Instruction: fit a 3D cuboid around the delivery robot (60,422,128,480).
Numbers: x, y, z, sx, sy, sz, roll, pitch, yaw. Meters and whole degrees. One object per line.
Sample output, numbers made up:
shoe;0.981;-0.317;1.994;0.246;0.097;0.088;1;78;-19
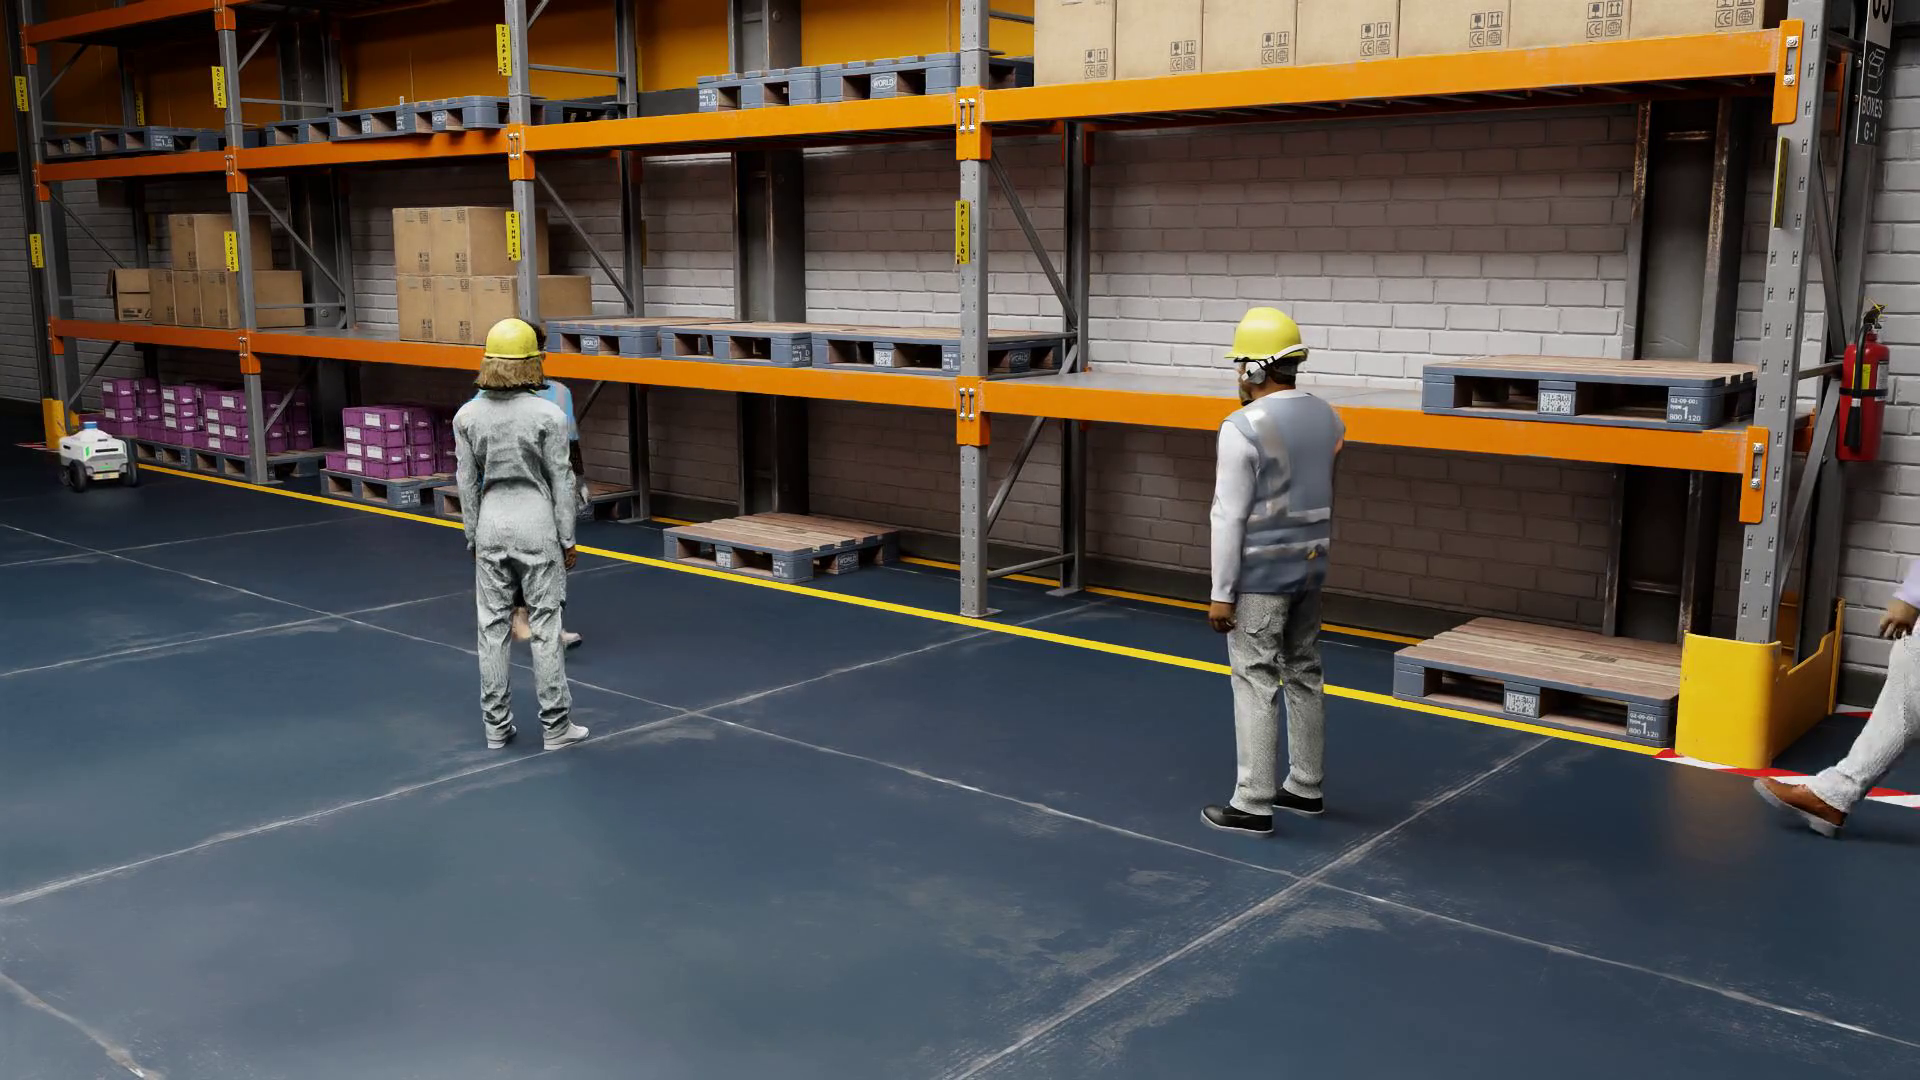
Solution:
delivery robot;-7.326;-0.757;14.053;0.477;0.478;0.707;-10;14;-44

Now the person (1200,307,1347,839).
person;1.073;0.112;5.776;0.591;1.823;0.405;-9;13;-41

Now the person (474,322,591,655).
person;-2.098;-0.249;8.280;0.855;1.646;0.556;9;14;43

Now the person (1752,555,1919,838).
person;3.187;0.153;5.356;1.033;1.877;0.648;5;11;28

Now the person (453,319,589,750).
person;-1.772;-0.014;6.711;0.486;1.744;0.294;1;10;8
